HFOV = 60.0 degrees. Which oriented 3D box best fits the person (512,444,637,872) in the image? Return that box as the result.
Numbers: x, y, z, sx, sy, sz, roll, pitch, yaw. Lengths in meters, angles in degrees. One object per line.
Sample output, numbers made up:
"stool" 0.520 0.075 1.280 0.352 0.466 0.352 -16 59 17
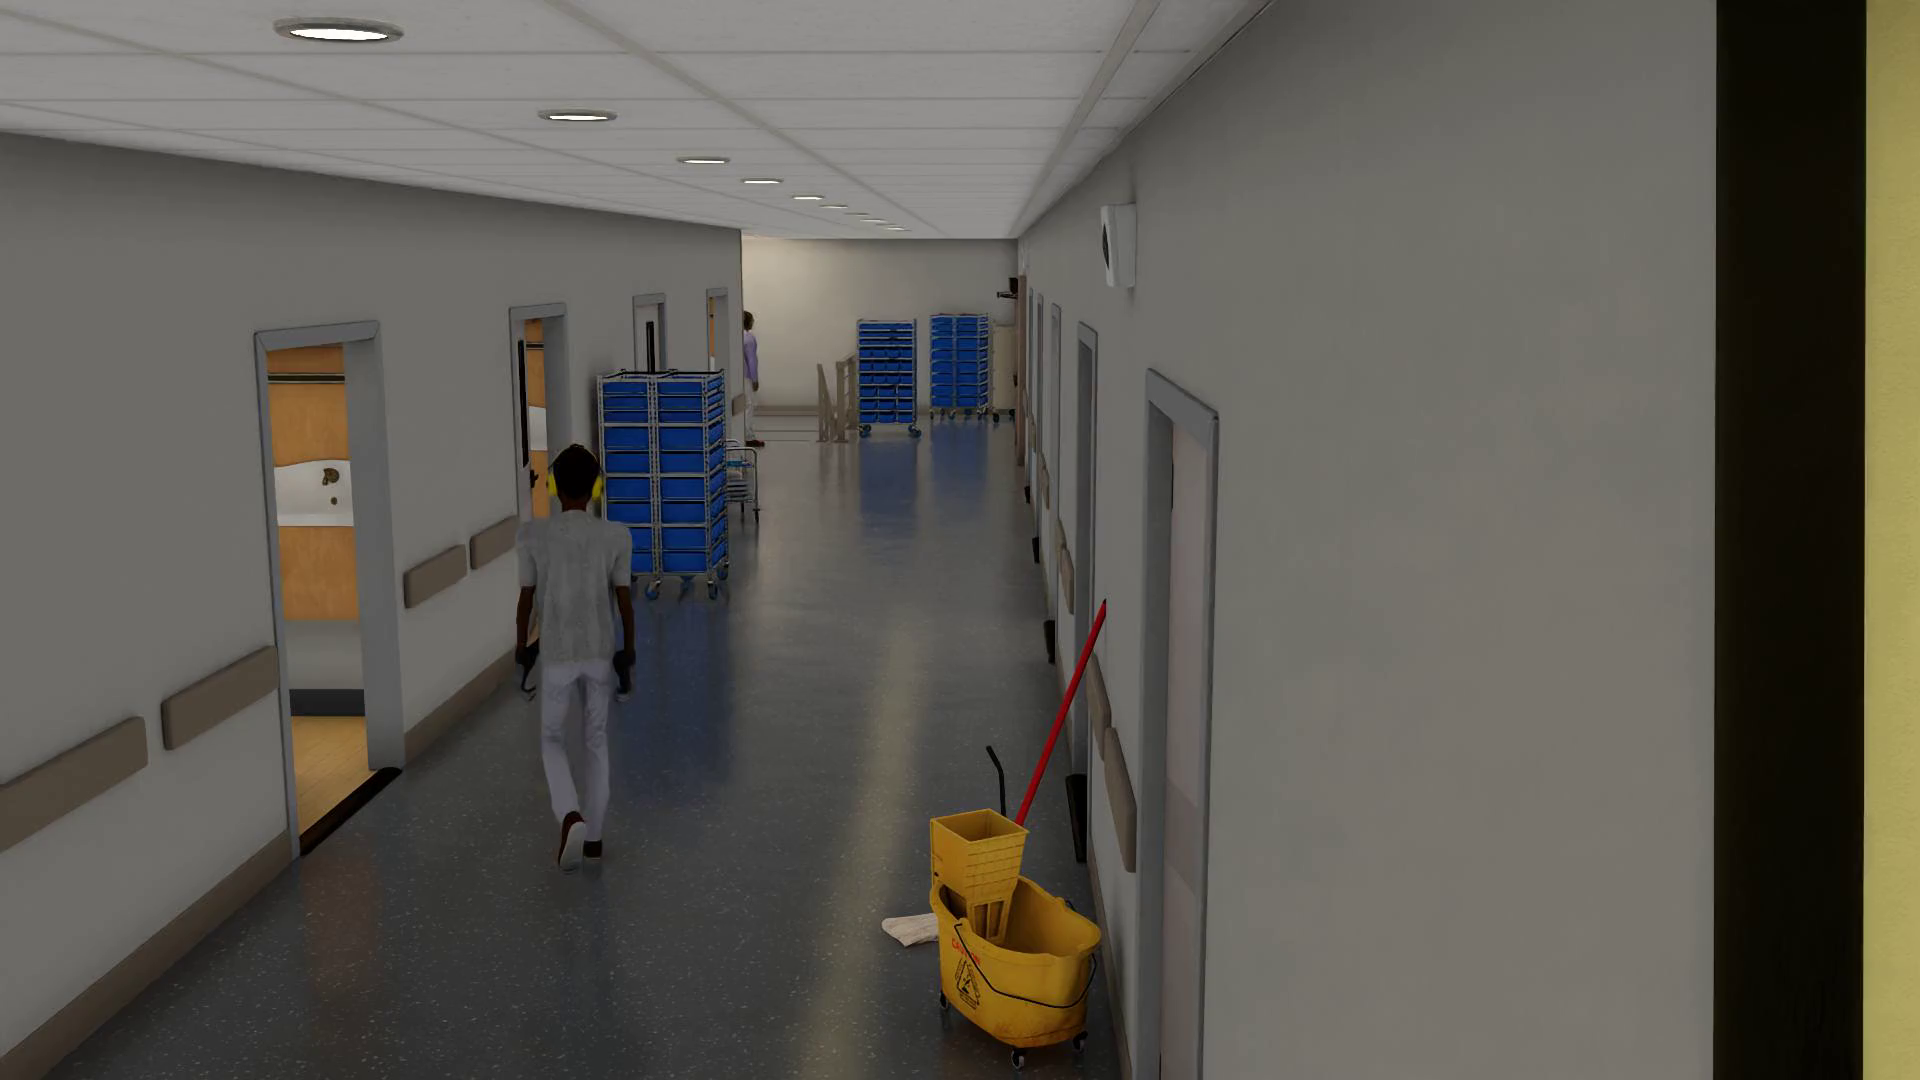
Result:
"person" -1.638 0.522 7.110 0.530 1.849 0.590 -3 10 -19
